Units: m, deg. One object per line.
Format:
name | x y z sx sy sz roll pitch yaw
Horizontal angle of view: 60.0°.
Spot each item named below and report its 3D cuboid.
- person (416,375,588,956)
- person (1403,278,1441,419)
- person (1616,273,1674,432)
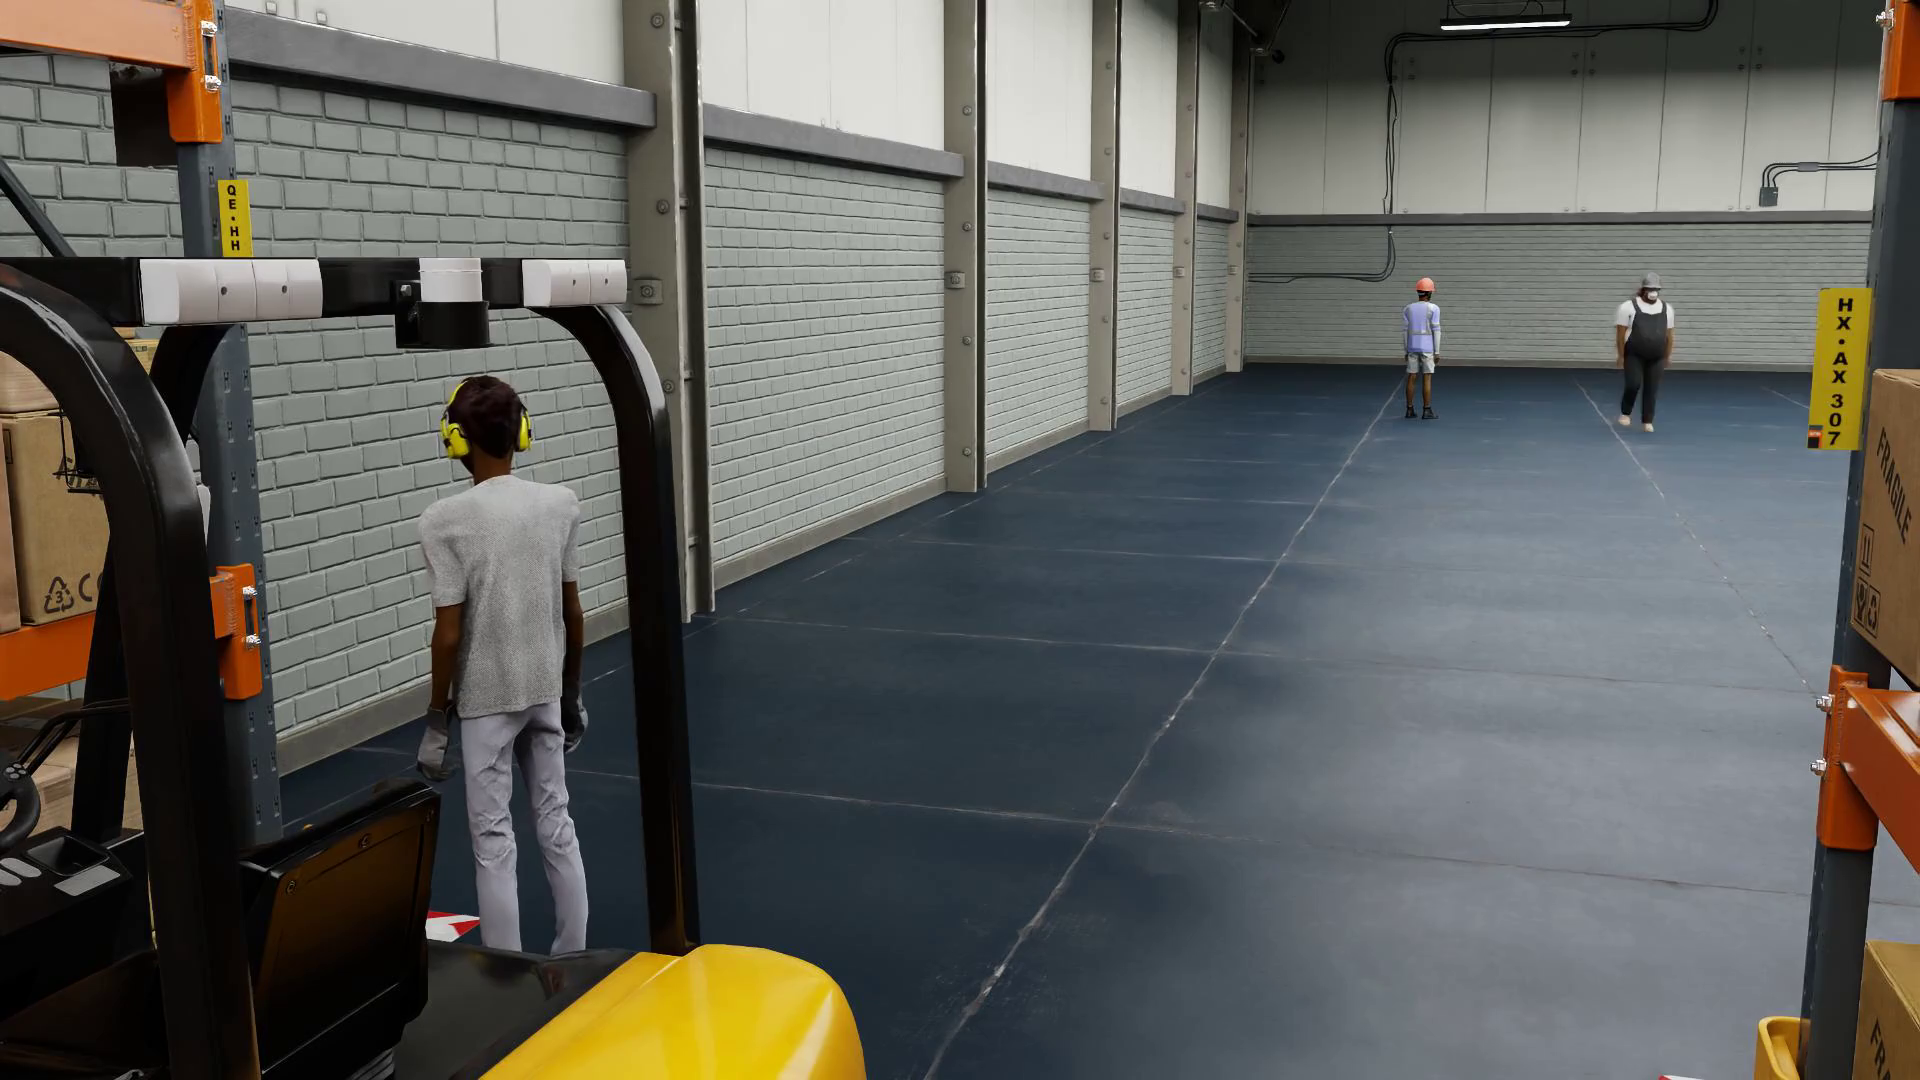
person | -1.279 0.472 4.660 0.328 1.865 0.521 9 13 42
person | 6.364 -2.628 22.897 0.543 1.938 0.356 9 13 42
person | 8.725 -2.383 21.134 0.701 2.000 0.536 1 10 3
